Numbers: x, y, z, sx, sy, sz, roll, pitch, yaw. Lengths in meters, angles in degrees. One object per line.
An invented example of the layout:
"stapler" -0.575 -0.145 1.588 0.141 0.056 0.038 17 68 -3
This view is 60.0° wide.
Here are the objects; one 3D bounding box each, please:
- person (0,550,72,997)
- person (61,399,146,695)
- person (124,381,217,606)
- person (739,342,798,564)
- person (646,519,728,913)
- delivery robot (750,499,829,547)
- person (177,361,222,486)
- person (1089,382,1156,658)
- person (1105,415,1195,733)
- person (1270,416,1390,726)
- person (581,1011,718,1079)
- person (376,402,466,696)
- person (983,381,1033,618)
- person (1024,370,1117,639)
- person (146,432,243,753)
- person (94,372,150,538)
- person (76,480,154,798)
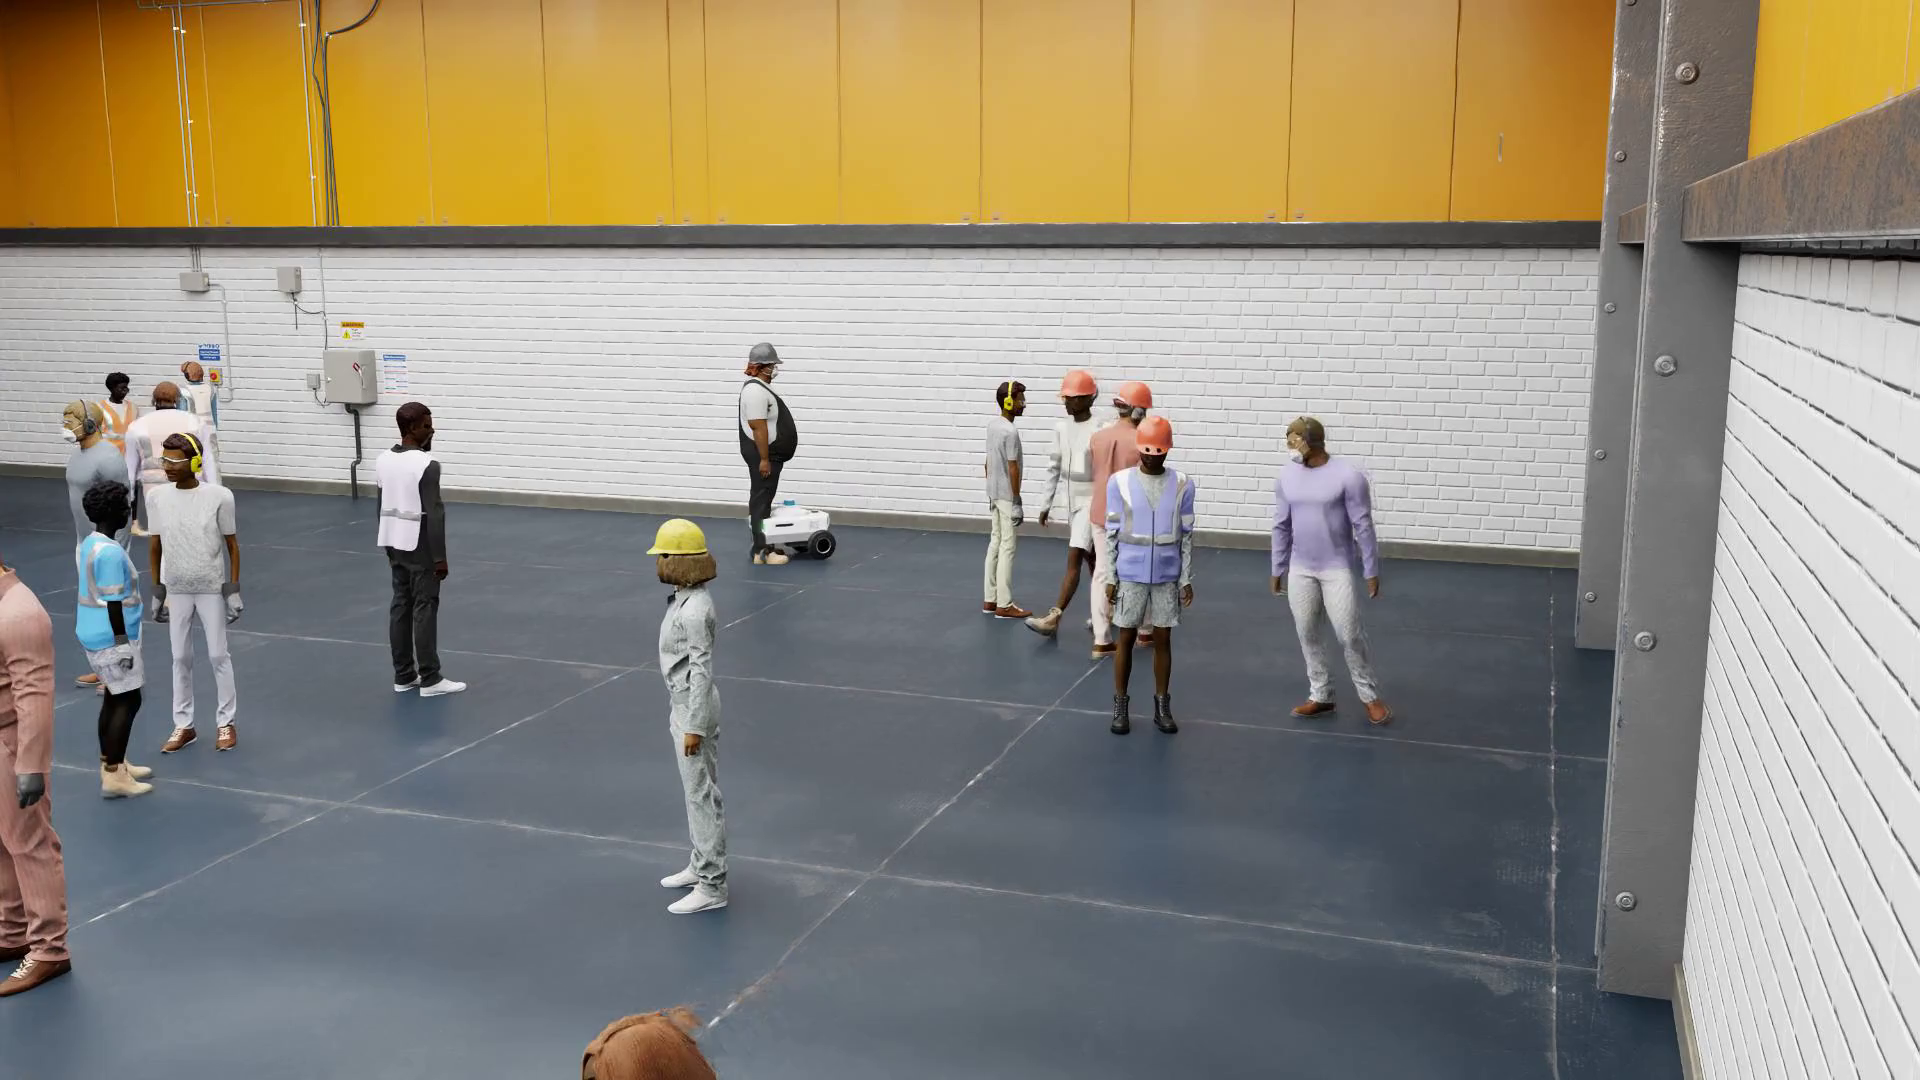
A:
"person" -3.804 0.830 6.538 0.641 1.904 0.401 8 13 38
"person" -5.610 0.042 10.870 0.635 1.937 0.352 9 13 41
"person" -6.436 -0.375 13.548 0.724 1.823 0.440 -4 11 -23
"person" -1.768 -0.808 15.371 0.538 2.000 0.688 -2 10 -9
"person" -1.204 0.767 7.335 0.306 1.743 0.494 -2 10 -14
"delivery robot" -1.592 -0.142 15.525 0.707 0.478 0.477 -6 12 -28
"person" -8.472 -1.166 18.513 0.314 1.642 0.515 5 11 26
"person" 1.228 -0.161 11.960 0.605 1.946 0.886 8 13 38
"person" 1.137 0.210 9.958 0.542 1.928 0.374 0 10 -2
"person" 2.270 0.181 10.218 0.740 1.897 0.491 9 13 41
"person" -0.493 1.607 3.030 0.844 1.592 0.505 -8 13 -39
"person" -3.559 0.062 10.824 0.590 1.917 0.396 7 12 35
"person" 0.366 -0.318 13.106 0.317 1.865 0.523 -4 11 -21
"person" 0.832 -0.264 12.440 1.038 1.987 0.629 -8 13 -38
"person" -4.416 0.303 9.612 0.512 1.866 0.330 -1 10 -5
"person" -8.411 -0.825 16.479 0.472 1.676 0.676 5 11 28
"person" -4.533 0.521 8.886 0.321 1.692 0.541 -7 12 -33
